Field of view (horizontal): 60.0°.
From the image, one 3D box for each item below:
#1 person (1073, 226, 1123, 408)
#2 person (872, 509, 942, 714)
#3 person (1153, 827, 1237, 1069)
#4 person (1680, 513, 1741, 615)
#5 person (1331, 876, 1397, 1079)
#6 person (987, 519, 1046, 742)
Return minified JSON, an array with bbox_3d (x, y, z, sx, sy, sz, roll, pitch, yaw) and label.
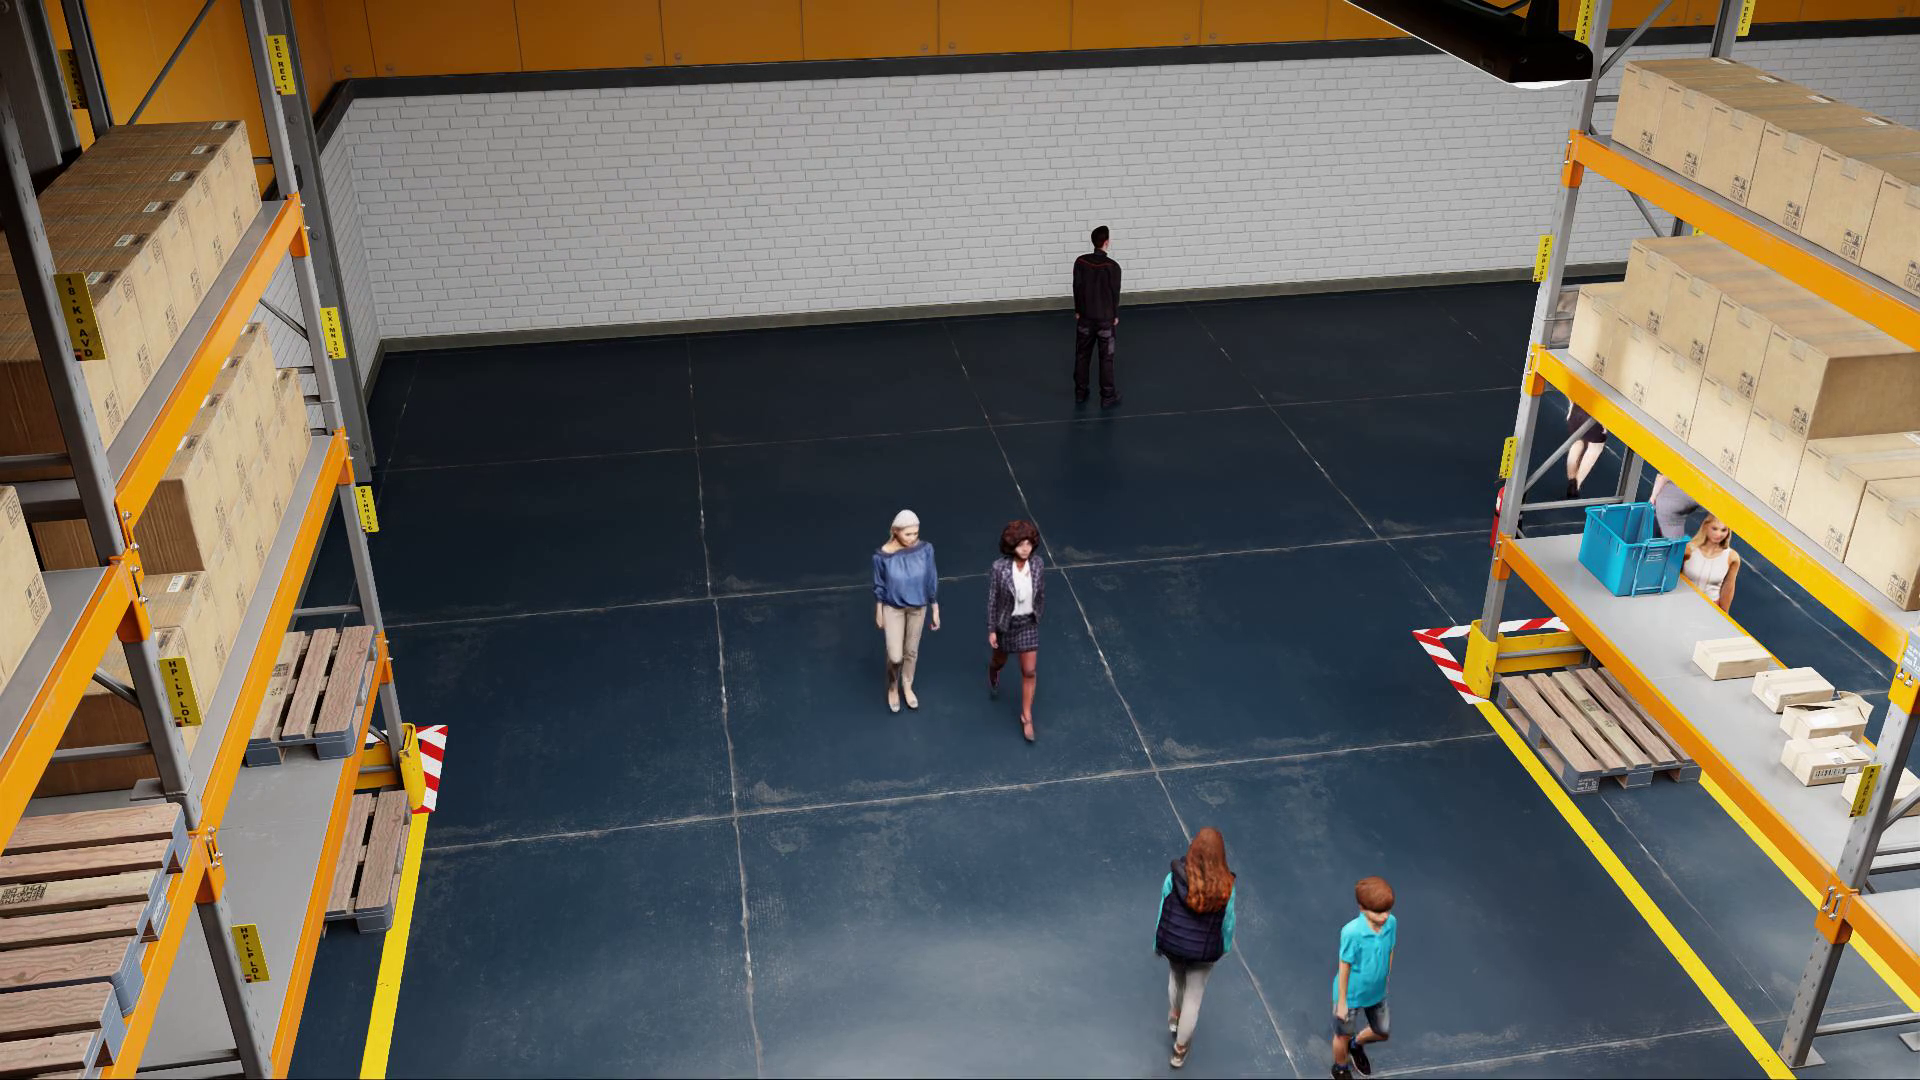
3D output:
[{"bbox_3d":[1.427,-2.321,17.221,0.779,1.915,0.811,15,32,25],"label":"person"},{"bbox_3d":[-0.436,0.479,12.327,0.657,1.686,0.637,-10,30,-17],"label":"person"},{"bbox_3d":[1.263,2.293,9.229,0.741,1.468,0.821,9,30,16],"label":"person"},{"bbox_3d":[5.312,0.553,12.076,0.731,1.797,0.770,9,30,17],"label":"person"},{"bbox_3d":[2.153,2.391,9.079,0.563,1.441,0.598,-10,30,-18],"label":"person"},{"bbox_3d":[0.371,0.604,12.119,0.628,1.667,1.016,-6,29,-11],"label":"person"}]
